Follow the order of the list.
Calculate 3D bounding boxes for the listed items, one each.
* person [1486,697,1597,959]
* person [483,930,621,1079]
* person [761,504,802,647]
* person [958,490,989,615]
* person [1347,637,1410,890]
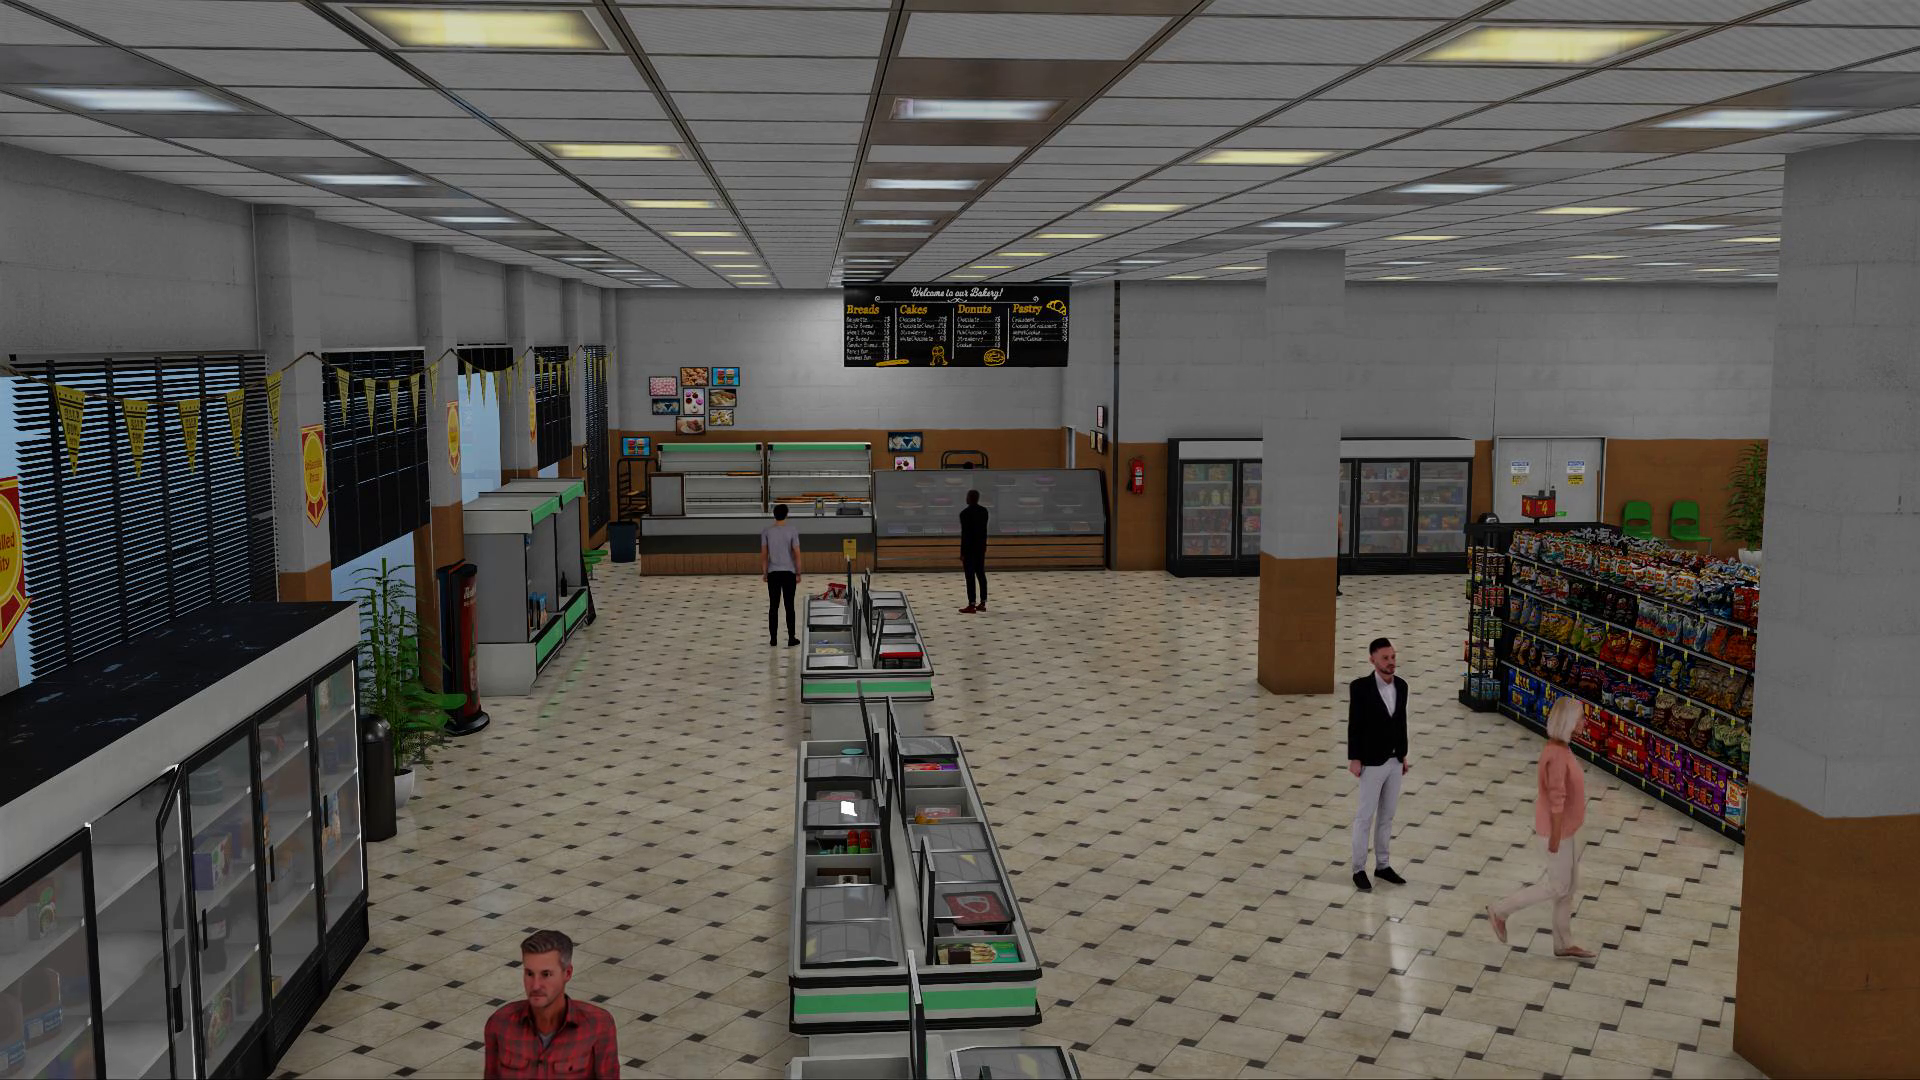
[{"bbox_3d":[3.790,1.866,10.795,0.884,1.705,0.949,2,7,19],"label":"person"},{"bbox_3d":[-1.538,2.351,6.261,0.691,1.831,0.556,0,7,-1],"label":"person"},{"bbox_3d":[-2.344,0.455,21.816,0.706,1.863,0.606,1,7,5],"label":"person"},{"bbox_3d":[0.210,0.162,24.431,0.825,1.818,0.782,7,10,44],"label":"person"},{"bbox_3d":[3.082,1.620,12.249,0.715,1.844,0.666,-3,7,-22],"label":"person"}]
